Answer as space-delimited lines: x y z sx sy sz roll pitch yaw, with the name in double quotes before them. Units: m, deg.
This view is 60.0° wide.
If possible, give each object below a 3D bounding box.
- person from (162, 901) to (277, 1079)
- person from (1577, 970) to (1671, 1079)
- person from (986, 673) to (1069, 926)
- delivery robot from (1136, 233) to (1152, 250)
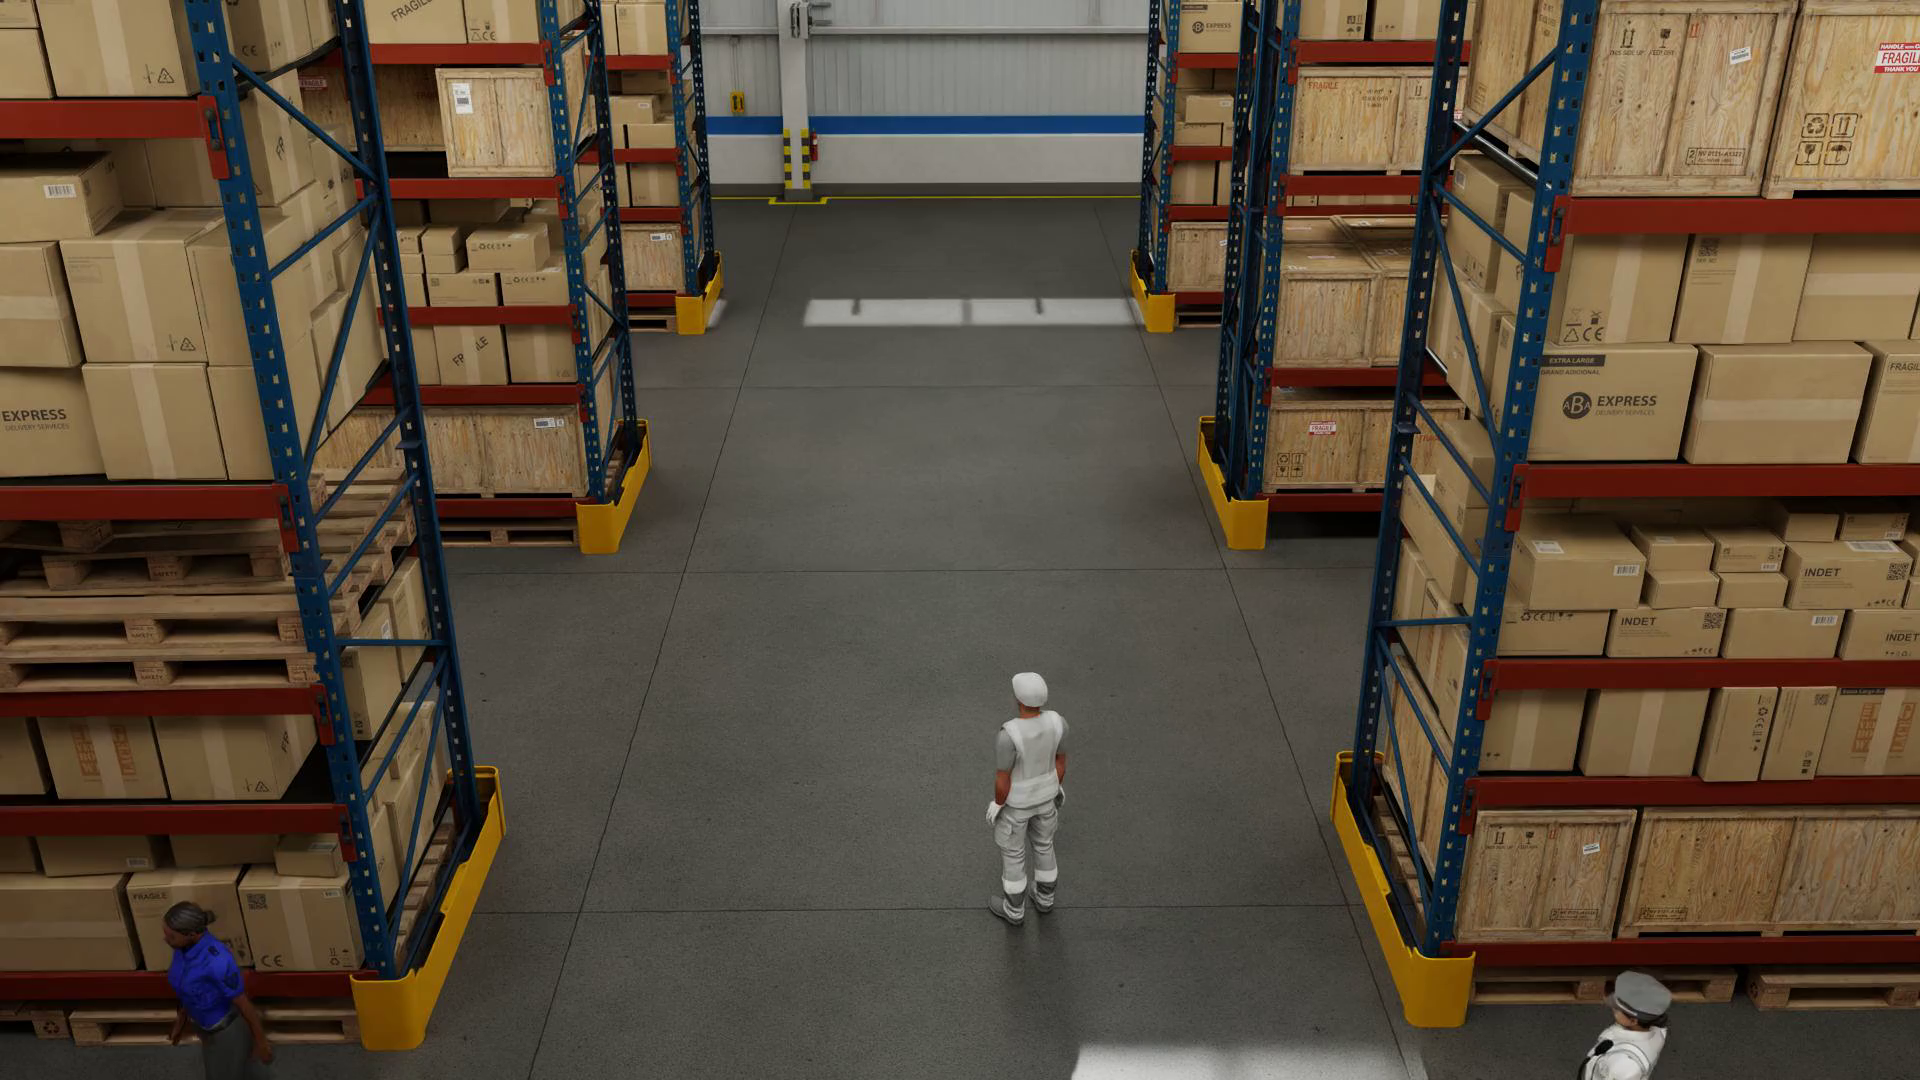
"person" -3.845 2.541 8.522 0.658 1.647 0.506 -21 33 -38
"person" 3.121 2.791 8.019 0.487 1.671 0.513 18 30 33
"person" 0.406 1.601 10.424 0.532 1.794 0.378 -13 28 -26
"delivery robot" 3.077 -4.352 24.771 0.714 0.535 0.667 -16 30 -31
